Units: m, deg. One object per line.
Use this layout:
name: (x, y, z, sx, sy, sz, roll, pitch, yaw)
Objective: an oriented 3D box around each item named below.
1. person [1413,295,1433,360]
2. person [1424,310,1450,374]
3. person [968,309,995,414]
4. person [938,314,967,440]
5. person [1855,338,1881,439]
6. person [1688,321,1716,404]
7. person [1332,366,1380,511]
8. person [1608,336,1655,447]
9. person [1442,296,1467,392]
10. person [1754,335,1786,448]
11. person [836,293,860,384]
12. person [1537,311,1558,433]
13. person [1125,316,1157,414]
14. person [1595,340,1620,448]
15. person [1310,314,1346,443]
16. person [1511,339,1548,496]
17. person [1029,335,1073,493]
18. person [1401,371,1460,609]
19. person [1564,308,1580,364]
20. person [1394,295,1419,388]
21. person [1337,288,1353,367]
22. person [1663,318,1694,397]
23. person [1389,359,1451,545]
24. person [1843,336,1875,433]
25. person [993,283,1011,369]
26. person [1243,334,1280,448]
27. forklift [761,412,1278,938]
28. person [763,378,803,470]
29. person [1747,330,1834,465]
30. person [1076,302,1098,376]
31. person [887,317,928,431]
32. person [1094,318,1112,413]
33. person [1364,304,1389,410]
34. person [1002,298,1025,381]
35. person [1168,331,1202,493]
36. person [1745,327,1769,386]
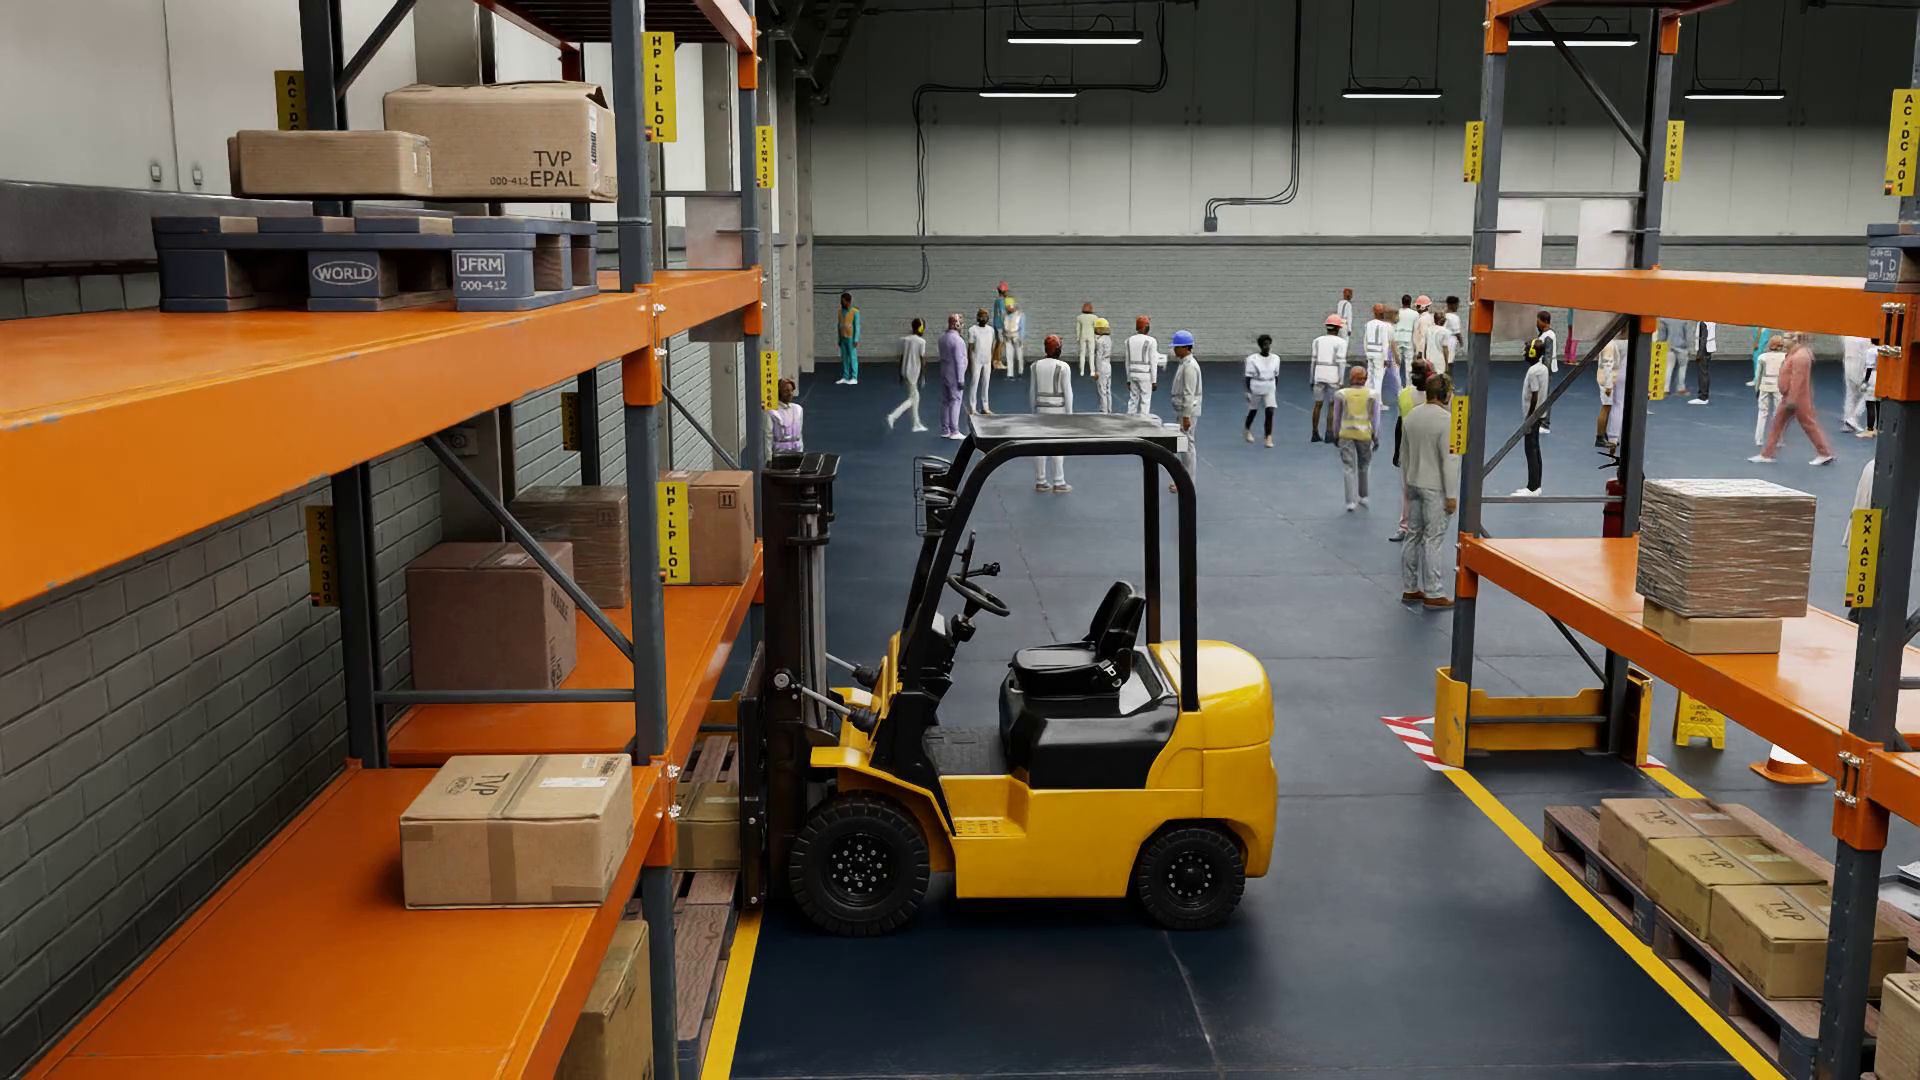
person: (8.563, -3.527, 30.834, 0.381, 1.994, 0.622, 4, 11, 19)
person: (8.087, -2.982, 28.245, 0.338, 1.838, 0.506, -7, 12, -34)
person: (0.371, -3.057, 28.633, 0.508, 1.844, 0.336, -6, 12, -29)
person: (-0.083, -2.470, 25.221, 0.399, 1.901, 0.643, -5, 11, -25)
person: (13.930, -2.390, 25.324, 0.538, 1.700, 0.317, -6, 12, -30)
person: (13.752, -3.471, 30.737, 0.376, 1.917, 0.600, 7, 12, 35)
person: (4.443, -1.147, 18.680, 0.523, 1.587, 0.857, 2, 10, 13)
person: (9.740, -2.374, 24.283, 0.678, 2.000, 0.537, 2, 10, 9)
person: (9.667, -3.801, 32.601, 0.609, 1.931, 0.656, -2, 10, -12)
person: (11.864, -2.164, 24.271, 0.519, 1.633, 0.313, 8, 13, 39)
person: (-2.340, -4.238, 35.015, 0.590, 1.917, 0.395, 10, 14, 43)
person: (9.145, -2.625, 26.039, 0.392, 1.914, 0.589, 2, 10, 11)
person: (2.731, -2.432, 25.081, 0.352, 1.878, 0.568, -9, 14, -42)
person: (9.484, -2.301, 24.220, 0.392, 1.923, 0.553, 5, 11, 25)
person: (5.502, -2.406, 24.828, 0.575, 1.915, 0.458, 8, 13, 38)
person: (6.690, -1.425, 19.474, 0.311, 1.869, 0.534, 6, 12, 31)
person: (1.102, -1.502, 19.866, 0.584, 1.882, 0.347, 8, 13, 37)
person: (3.853, -0.409, 13.623, 0.379, 1.940, 0.629, -4, 11, -20)
person: (15.060, -5.275, 40.617, 0.408, 1.987, 0.617, 0, 10, -2)
person: (8.999, -4.008, 33.730, 0.590, 1.919, 0.396, 6, 12, 32)
person: (9.216, -5.079, 39.817, 0.371, 1.878, 0.588, -3, 10, -14)
person: (13.887, -3.723, 32.169, 0.682, 1.902, 0.683, -7, 12, -35)
person: (4.572, -0.874, 16.479, 0.572, 1.840, 0.373, 10, 14, 43)
person: (14.055, -2.601, 25.956, 0.431, 1.893, 0.657, -1, 10, -6)
person: (0.993, -5.020, 39.068, 0.416, 2.033, 0.603, -2, 10, -13)
person: (4.397, -2.204, 24.398, 0.537, 1.666, 0.796, -2, 10, -10)
forklift: (0.291, 0.548, 7.580, 2.313, 2.155, 1.214, 0, 10, -2)
person: (-1.760, -0.803, 16.648, 0.315, 1.641, 0.515, 9, 13, 40)
person: (11.258, -1.922, 22.323, 1.029, 1.857, 0.654, 3, 11, 15)
person: (2.849, -4.495, 37.234, 0.498, 1.634, 0.280, 3, 11, 17)
person: (-0.820, -2.568, 26.024, 0.800, 1.825, 0.530, -9, 13, -41)
person: (2.337, -2.781, 27.412, 0.319, 1.737, 0.485, 5, 11, 25)
person: (7.434, -3.258, 29.645, 0.346, 1.882, 0.584, -4, 11, -23)
person: (1.157, -4.338, 36.005, 0.589, 1.766, 0.838, 5, 11, 25)
person: (2.680, -1.525, 19.847, 0.414, 1.940, 0.611, 1, 10, 3)
person: (16.606, -4.114, 34.560, 0.348, 1.836, 0.517, 6, 12, 32)
